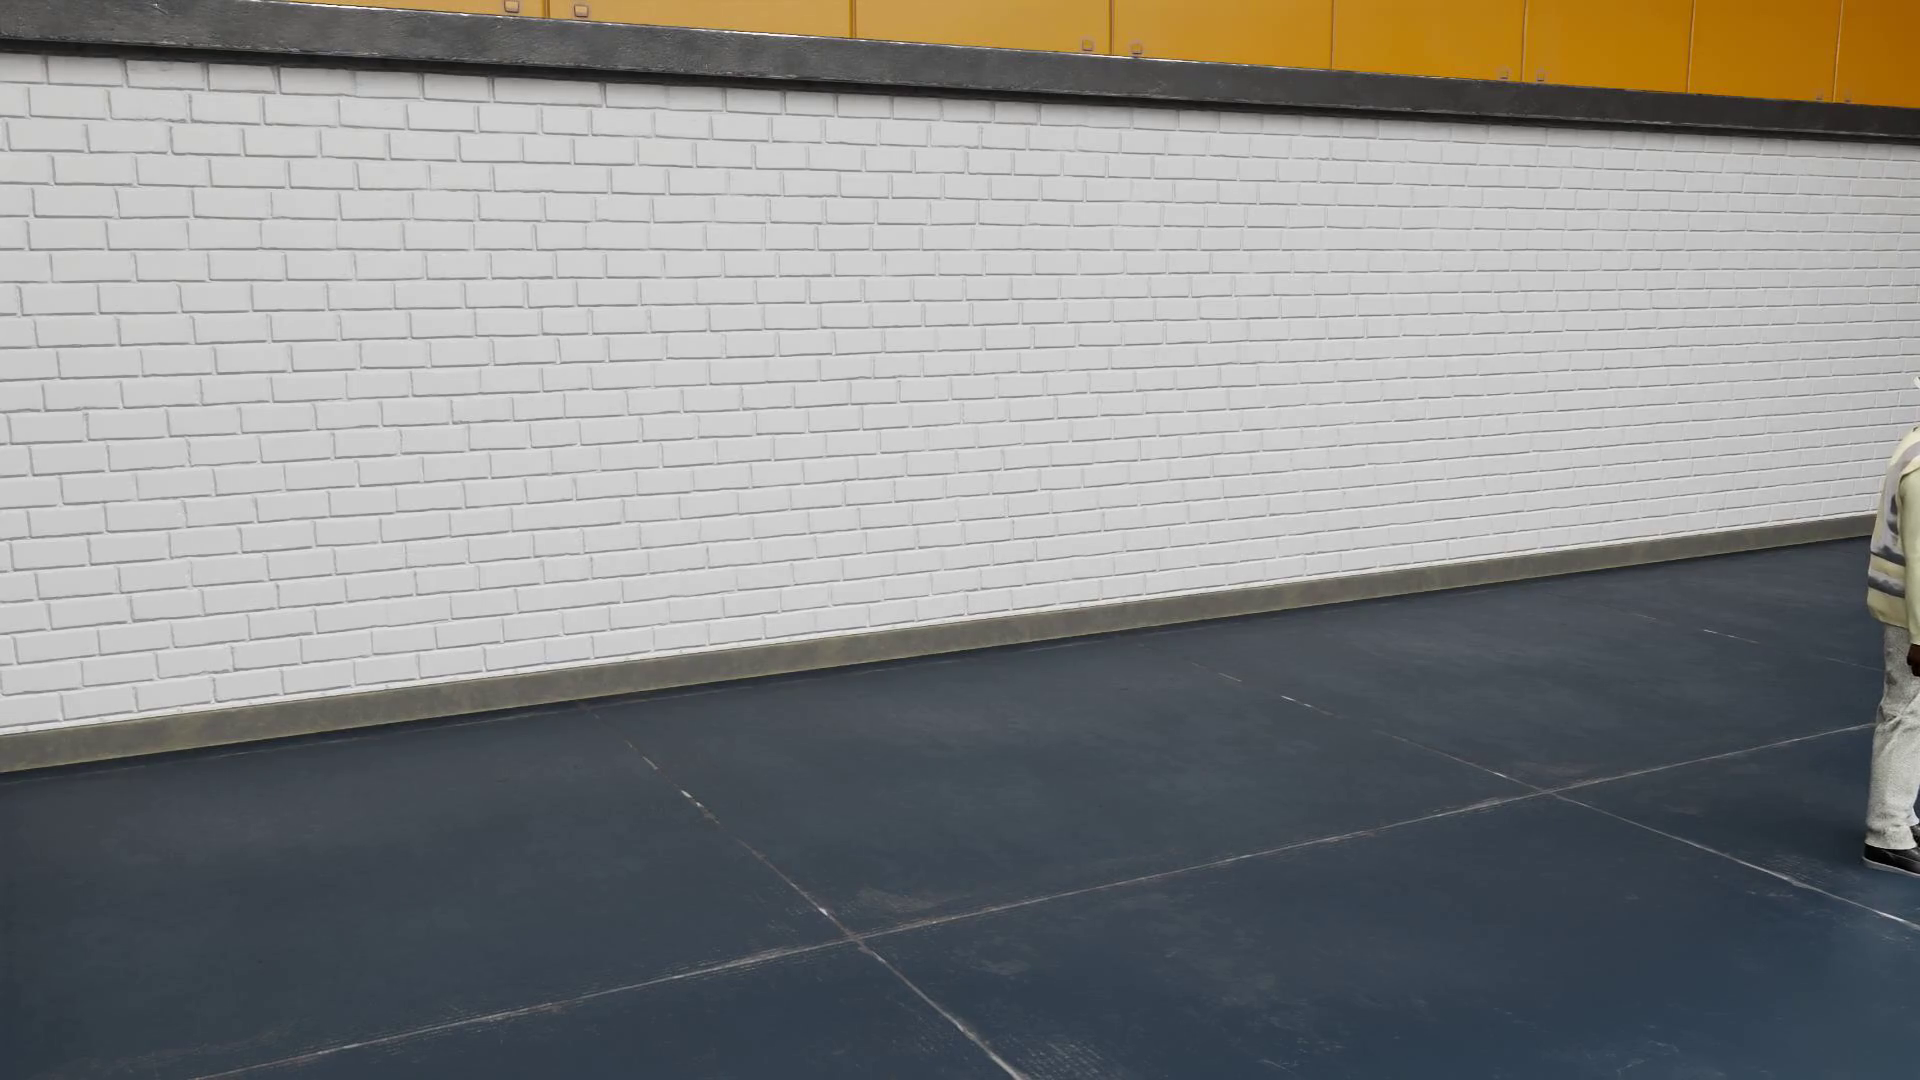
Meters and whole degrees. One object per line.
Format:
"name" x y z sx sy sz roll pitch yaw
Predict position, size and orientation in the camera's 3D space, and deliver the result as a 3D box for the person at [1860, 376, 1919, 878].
"person" 3.324 0.242 5.688 0.403 1.825 0.592 6 11 29
